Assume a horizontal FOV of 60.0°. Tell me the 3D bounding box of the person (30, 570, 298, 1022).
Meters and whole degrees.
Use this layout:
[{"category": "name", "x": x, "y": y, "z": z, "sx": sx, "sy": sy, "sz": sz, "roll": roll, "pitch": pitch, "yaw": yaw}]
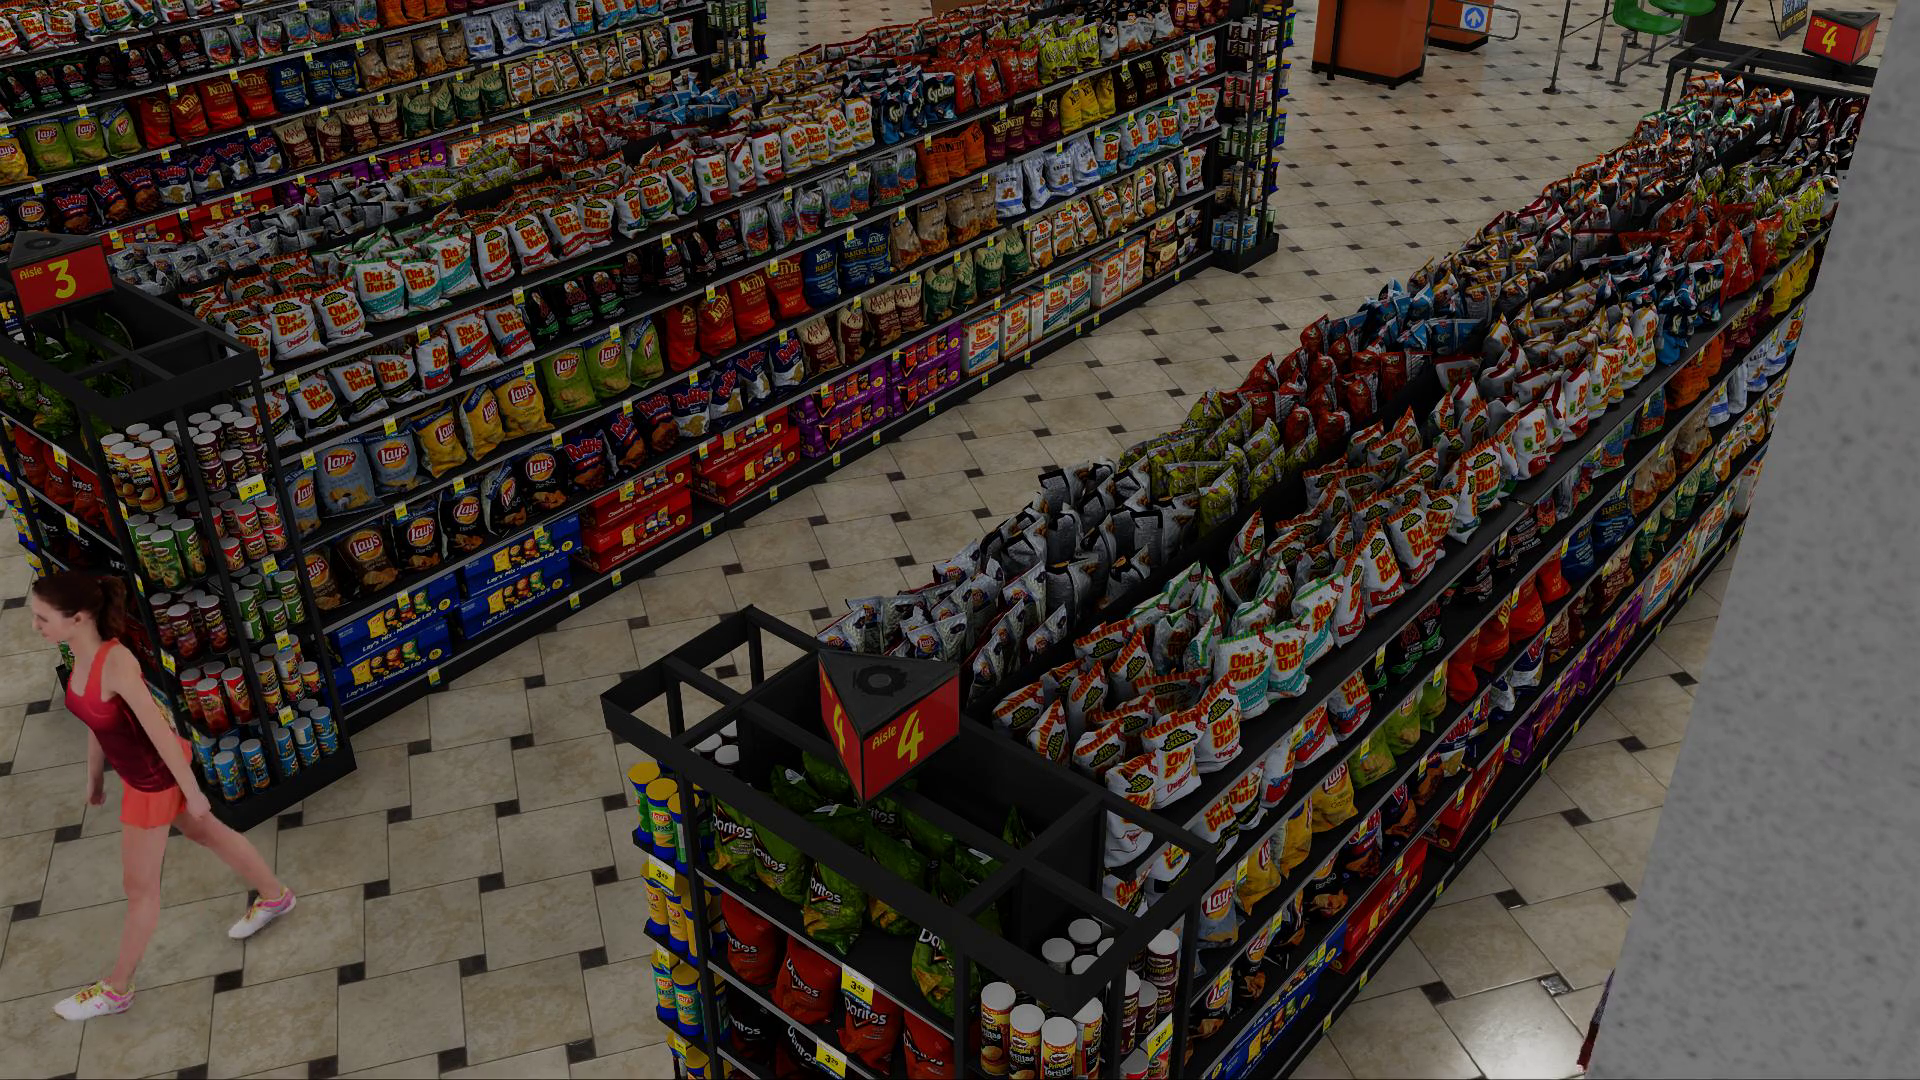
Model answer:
[{"category": "person", "x": -2.742, "y": 0.812, "z": 5.816, "sx": 1.133, "sy": 1.713, "sz": 0.649, "roll": -27, "pitch": 41, "yaw": -36}]
